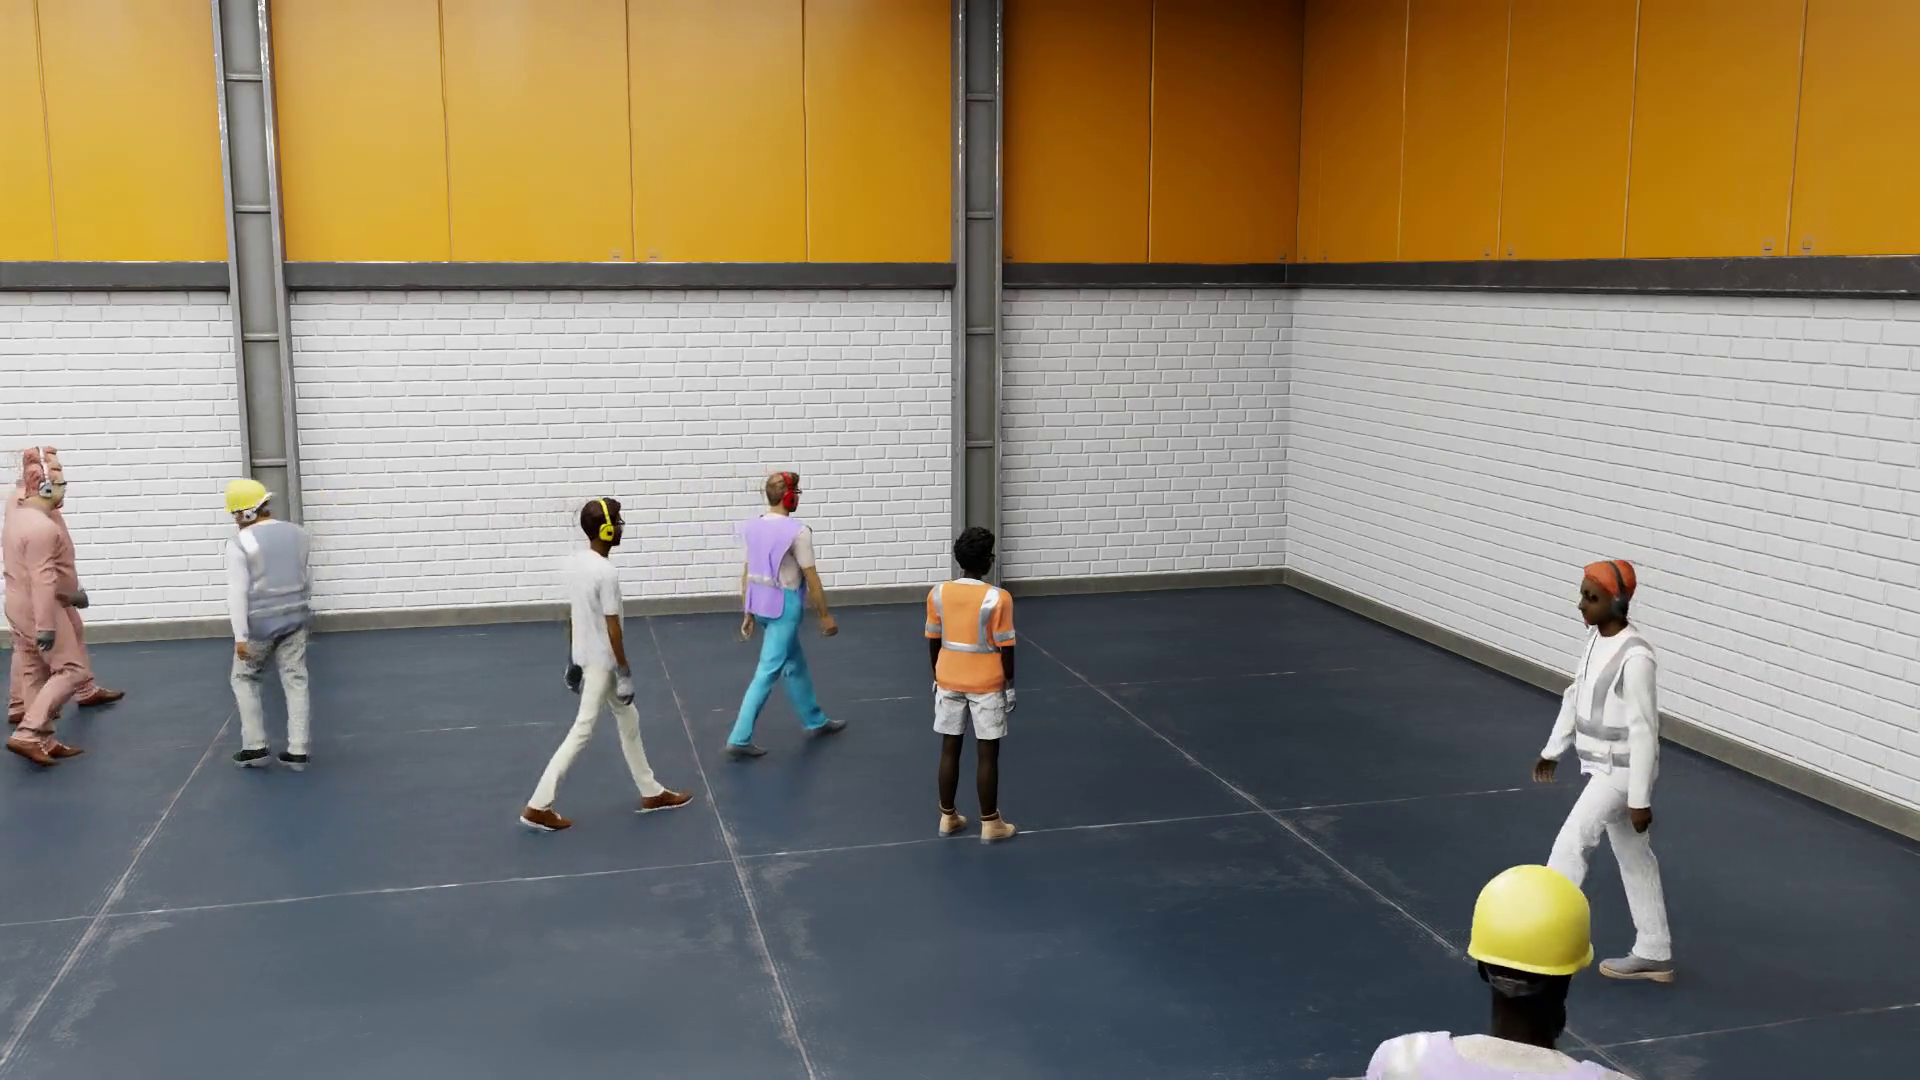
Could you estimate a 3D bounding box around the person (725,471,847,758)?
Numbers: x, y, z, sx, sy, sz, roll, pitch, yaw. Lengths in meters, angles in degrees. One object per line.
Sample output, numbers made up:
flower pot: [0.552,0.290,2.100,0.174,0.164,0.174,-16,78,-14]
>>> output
person: [-1.136,0.460,10.554,0.994,1.797,0.562,-7,12,-39]

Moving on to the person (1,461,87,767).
person: [-5.650,0.462,10.248,0.413,1.890,0.664,-9,12,-43]

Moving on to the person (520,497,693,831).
person: [-1.983,0.674,9.126,0.990,1.831,0.533,-5,10,-29]

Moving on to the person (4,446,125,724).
person: [-6.124,0.297,11.338,0.870,1.871,0.648,-6,11,-34]

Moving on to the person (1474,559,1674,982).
person: [2.637,0.987,7.075,0.955,1.838,0.589,2,9,12]

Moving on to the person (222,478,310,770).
person: [-4.255,0.512,10.187,0.619,1.799,0.622,6,11,33]

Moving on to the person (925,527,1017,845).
person: [0.069,0.771,8.895,0.540,1.697,0.317,5,11,31]

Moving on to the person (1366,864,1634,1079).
person: [1.070,1.566,3.244,0.605,1.916,0.420,6,11,32]
